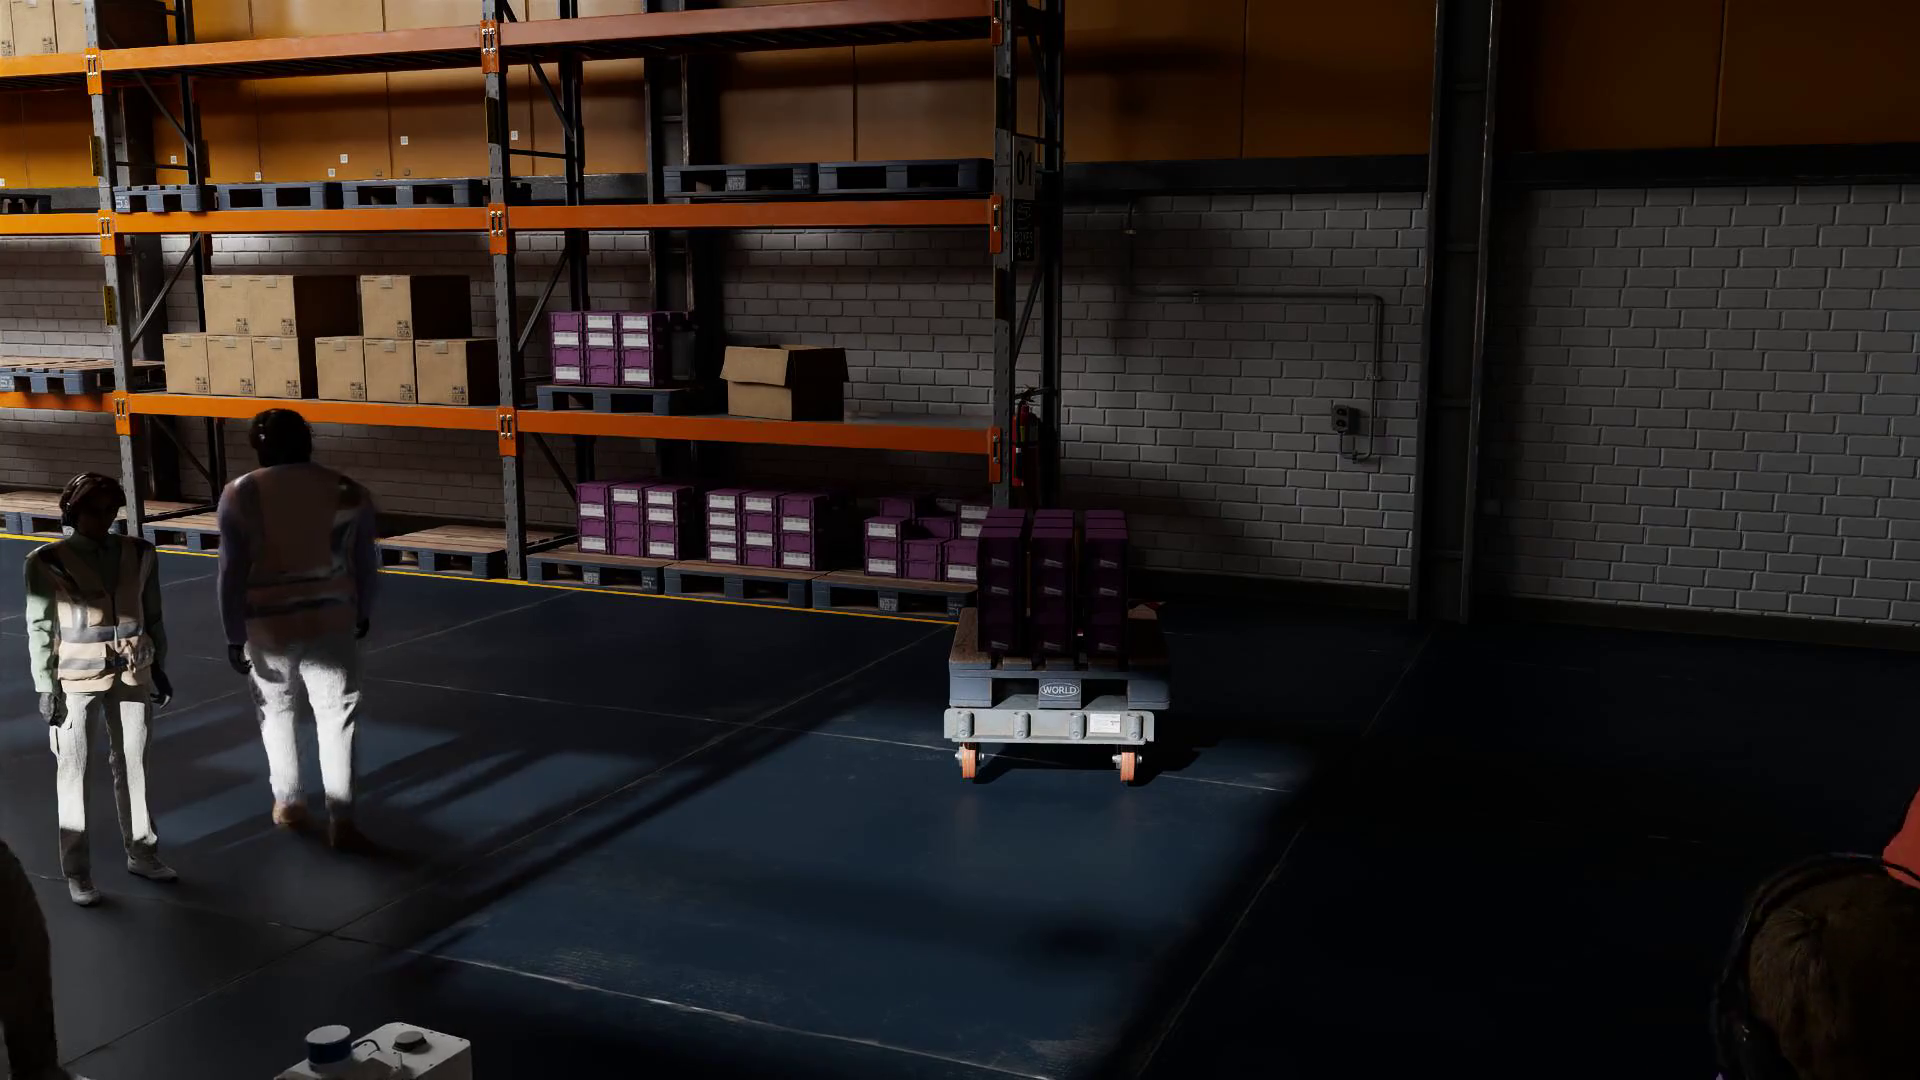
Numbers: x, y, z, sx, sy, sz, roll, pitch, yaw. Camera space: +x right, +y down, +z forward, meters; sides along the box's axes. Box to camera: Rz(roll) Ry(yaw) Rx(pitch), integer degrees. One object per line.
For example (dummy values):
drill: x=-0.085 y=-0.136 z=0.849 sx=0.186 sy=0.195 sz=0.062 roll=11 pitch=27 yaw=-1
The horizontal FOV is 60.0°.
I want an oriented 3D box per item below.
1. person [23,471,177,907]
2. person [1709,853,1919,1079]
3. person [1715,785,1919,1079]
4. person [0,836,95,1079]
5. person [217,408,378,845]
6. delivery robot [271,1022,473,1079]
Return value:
person: x=-3.282 y=0.553 z=6.367 sx=0.308 sy=1.639 sz=0.510 roll=7 pitch=12 yaw=36
person: x=0.799 y=1.225 z=1.547 sx=0.649 sy=1.909 sz=0.463 roll=6 pitch=11 yaw=33
person: x=1.083 y=1.148 z=1.729 sx=0.692 sy=1.993 sz=0.729 roll=-1 pitch=10 yaw=-4
person: x=-2.716 y=0.861 z=4.560 sx=0.567 sy=1.622 sz=0.534 roll=1 pitch=10 yaw=5
person: x=-2.752 y=0.357 z=6.960 sx=0.654 sy=1.821 sz=0.637 roll=-5 pitch=11 yaw=-27
delivery robot: x=-1.527 y=1.431 z=4.064 sx=0.477 sy=0.478 sz=0.707 roll=5 pitch=11 yaw=26
